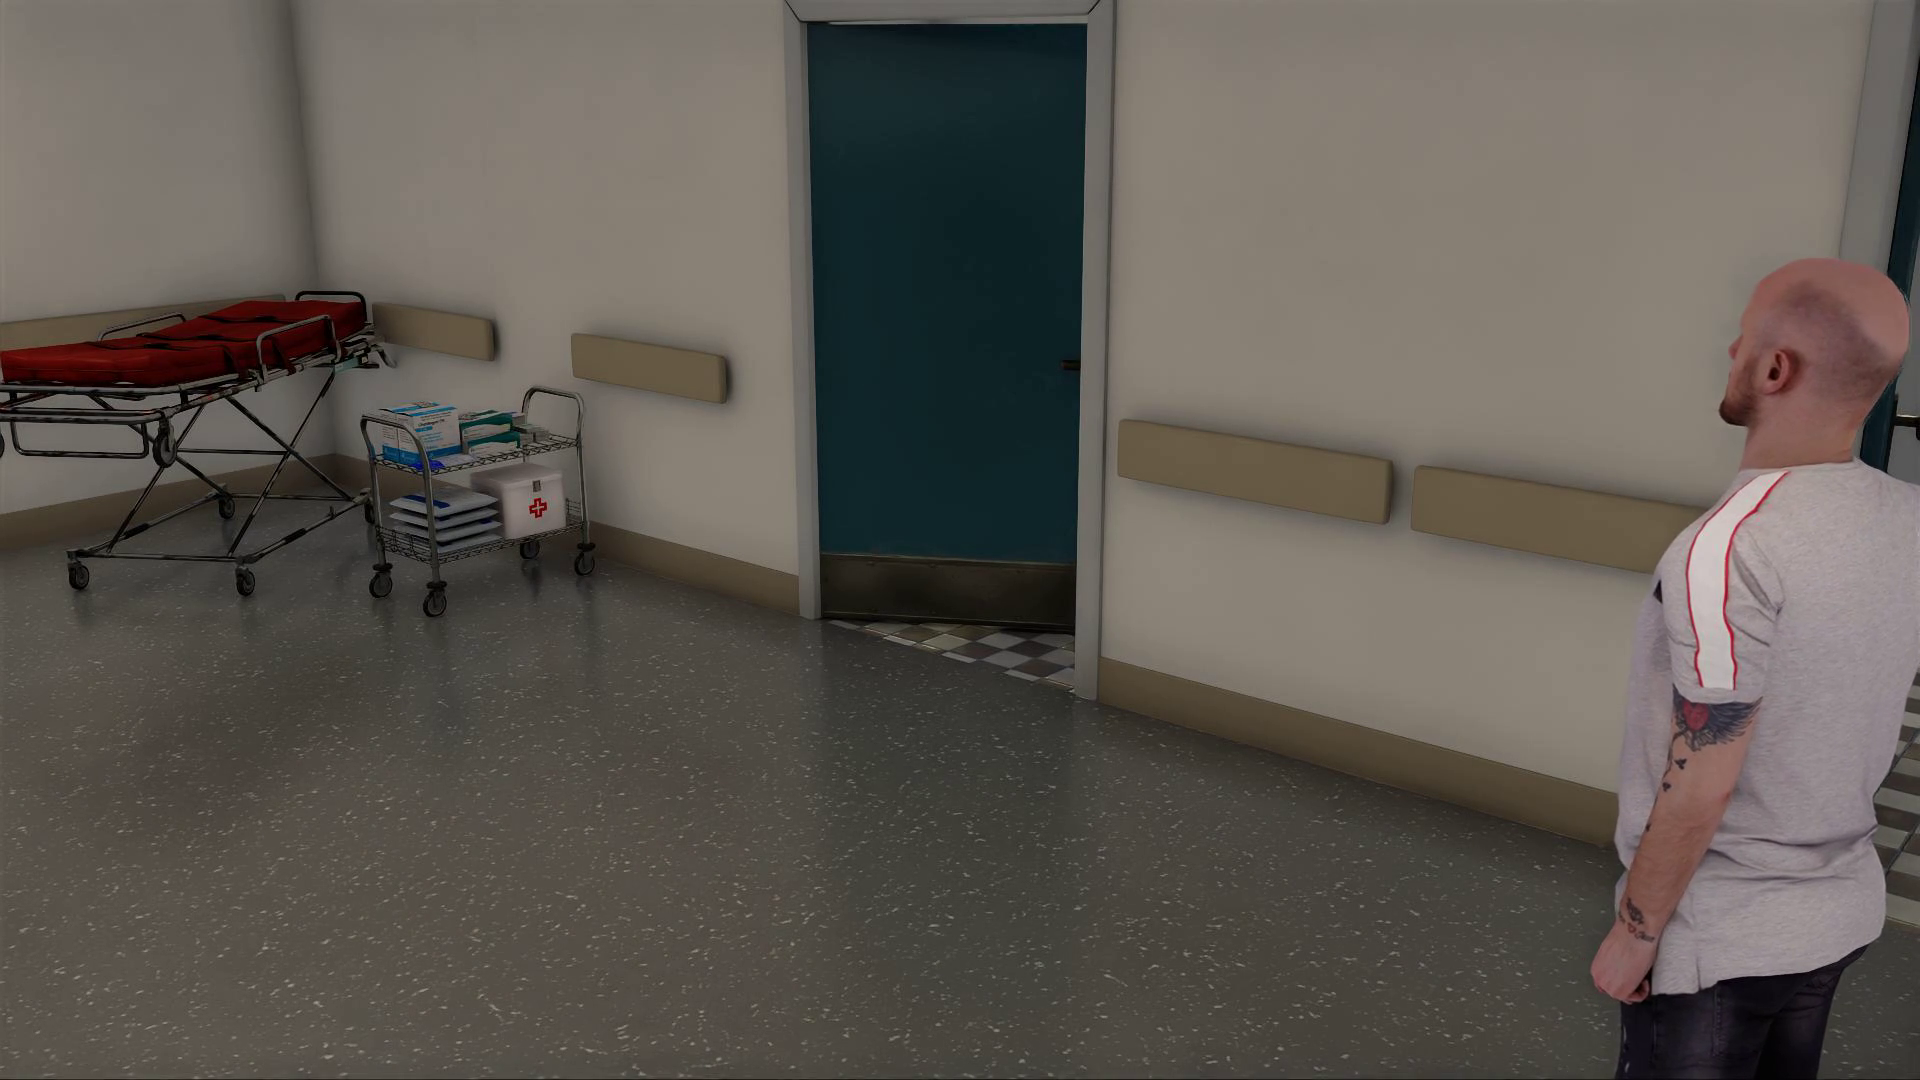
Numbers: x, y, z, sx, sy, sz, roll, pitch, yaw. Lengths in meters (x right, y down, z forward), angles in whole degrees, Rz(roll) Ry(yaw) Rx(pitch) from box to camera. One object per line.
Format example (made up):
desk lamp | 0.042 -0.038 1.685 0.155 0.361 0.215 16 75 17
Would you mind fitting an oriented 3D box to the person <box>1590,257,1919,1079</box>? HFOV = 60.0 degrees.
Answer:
person | 1.089 0.526 2.314 0.712 1.833 0.667 -11 19 -34
